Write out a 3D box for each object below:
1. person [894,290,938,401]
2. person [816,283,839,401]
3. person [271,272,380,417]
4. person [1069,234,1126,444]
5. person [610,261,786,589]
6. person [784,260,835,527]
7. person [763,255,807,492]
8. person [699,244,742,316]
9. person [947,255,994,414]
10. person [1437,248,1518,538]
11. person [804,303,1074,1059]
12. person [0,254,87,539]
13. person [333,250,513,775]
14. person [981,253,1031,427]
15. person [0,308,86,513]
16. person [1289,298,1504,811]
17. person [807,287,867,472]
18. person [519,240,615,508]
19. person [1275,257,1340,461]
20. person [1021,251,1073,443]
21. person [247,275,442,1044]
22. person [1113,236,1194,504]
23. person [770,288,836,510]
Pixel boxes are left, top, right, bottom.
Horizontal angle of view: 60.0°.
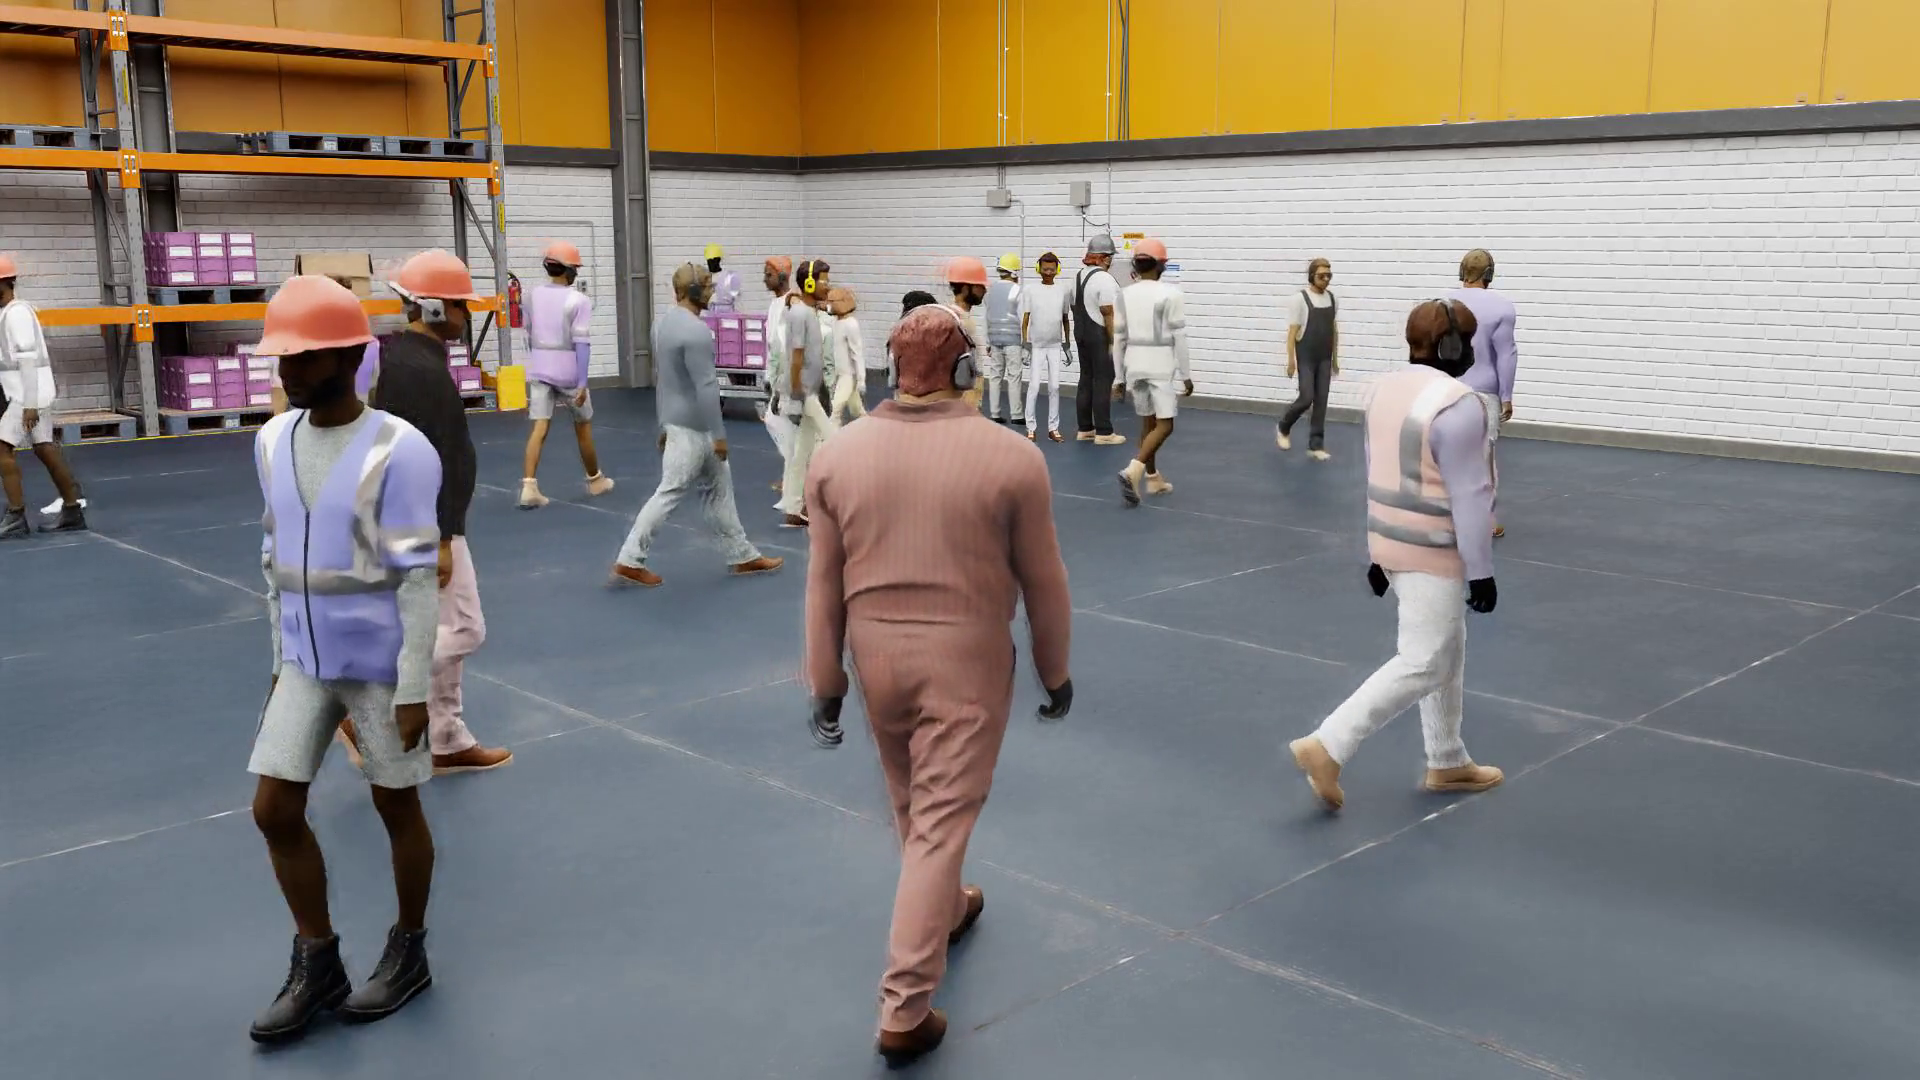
[{"bbox_3d":[-0.234,-0.643,9.991,0.319,1.696,0.532,3,11,16],"label":"person"},{"bbox_3d":[-1.277,-1.502,14.943,0.435,1.606,0.519,-7,12,-32],"label":"person"},{"bbox_3d":[-3.263,-0.467,8.652,0.448,1.828,0.607,10,14,43],"label":"person"},{"bbox_3d":[1.394,-1.963,16.249,0.539,2.000,0.688,-5,11,-25],"label":"person"},{"bbox_3d":[-1.573,-0.661,9.628,1.062,1.883,0.625,-4,11,-19],"label":"person"},{"bbox_3d":[-0.981,-0.987,11.449,0.563,1.845,0.577,0,10,1],"label":"person"},{"bbox_3d":[-1.394,-1.292,13.049,0.470,1.865,0.615,-5,12,-26],"label":"person"},{"bbox_3d":[-3.120,-2.809,21.217,0.620,1.900,0.695,4,11,20],"label":"person"},{"bbox_3d":[-0.056,-0.904,10.872,0.937,1.906,0.554,-1,10,-5],"label":"person"},{"bbox_3d":[3.413,-0.973,11.128,0.630,1.940,0.373,9,14,41],"label":"person"},{"bbox_3d":[-0.054,0.321,4.325,0.652,1.853,1.019,4,11,20],"label":"person"},{"bbox_3d":[-6.316,-0.953,11.115,0.772,1.901,0.557,-6,12,-29],"label":"person"},{"bbox_3d":[-1.989,-0.060,6.068,0.594,1.973,0.651,-5,12,-28],"label":"person"},{"bbox_3d":[0.507,-2.109,17.607,0.592,1.834,0.404,8,13,38],"label":"person"},{"bbox_3d":[-6.920,-1.091,12.002,1.025,1.852,0.619,-4,11,-22],"label":"person"},{"bbox_3d":[1.579,0.060,5.854,0.828,1.814,0.629,-1,10,-8],"label":"person"},{"bbox_3d":[-0.974,-1.391,14.383,0.874,1.586,0.516,-4,11,-22],"label":"person"},{"bbox_3d":[-3.010,-1.250,12.526,0.615,1.991,1.056,3,11,16],"label":"person"},{"bbox_3d":[3.160,-1.635,15.049,0.523,1.833,0.533,-5,12,-26],"label":"person"},{"bbox_3d":[0.852,-1.880,16.283,0.519,1.865,0.328,-2,11,-10],"label":"person"},{"bbox_3d":[-1.576,0.319,4.121,0.570,1.919,0.649,4,11,19],"label":"person"},{"bbox_3d":[1.425,-1.284,12.606,0.637,2.019,0.873,10,14,43],"label":"person"},{"bbox_3d":[-1.158,-1.027,12.247,0.521,1.637,0.307,4,11,21],"label":"person"}]
